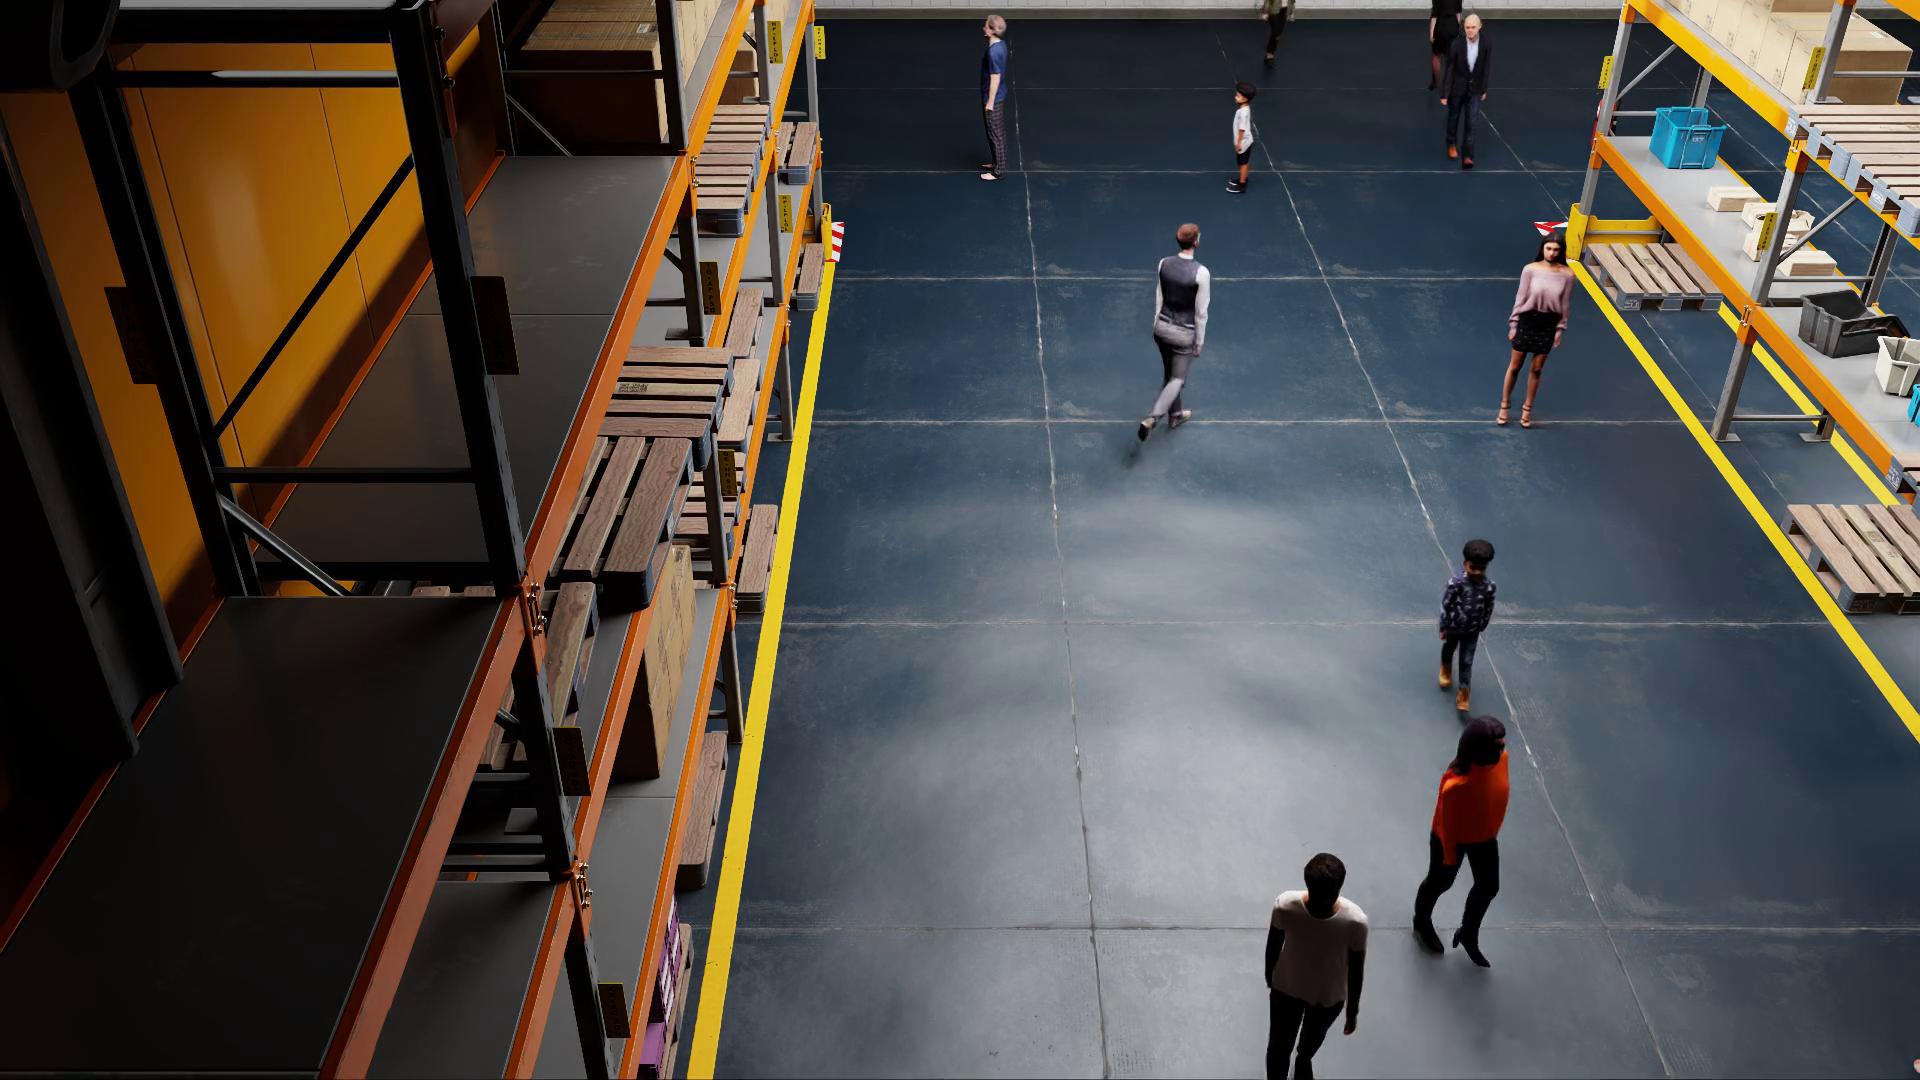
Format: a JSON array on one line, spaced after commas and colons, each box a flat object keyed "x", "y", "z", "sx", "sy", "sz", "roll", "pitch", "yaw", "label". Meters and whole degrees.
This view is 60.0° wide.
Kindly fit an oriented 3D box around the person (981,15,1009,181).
[{"x": 0.394, "y": -5.090, "z": 19.103, "sx": 0.754, "sy": 1.871, "sz": 0.540, "roll": 5, "pitch": 34, "yaw": 8, "label": "person"}]

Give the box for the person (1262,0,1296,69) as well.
[{"x": 4.276, "y": -7.184, "z": 22.624, "sx": 0.711, "sy": 1.460, "sz": 0.746, "roll": -16, "pitch": 37, "yaw": -22, "label": "person"}]

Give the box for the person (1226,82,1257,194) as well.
[{"x": 3.221, "y": -4.582, "z": 18.897, "sx": 0.590, "sy": 1.253, "sz": 0.468, "roll": 8, "pitch": 34, "yaw": 11, "label": "person"}]

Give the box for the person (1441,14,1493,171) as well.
[{"x": 5.900, "y": -5.291, "z": 19.513, "sx": 0.770, "sy": 1.750, "sz": 1.179, "roll": 1, "pitch": 34, "yaw": 2, "label": "person"}]

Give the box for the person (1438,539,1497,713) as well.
[{"x": 3.402, "y": 0.512, "z": 11.262, "sx": 0.595, "sy": 1.220, "sz": 0.842, "roll": 7, "pitch": 34, "yaw": 10, "label": "person"}]

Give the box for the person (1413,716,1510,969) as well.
[{"x": 2.699, "y": 1.593, "z": 9.172, "sx": 0.794, "sy": 1.733, "sz": 0.856, "roll": -20, "pitch": 39, "yaw": -28, "label": "person"}]

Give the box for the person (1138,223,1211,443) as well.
[{"x": 1.766, "y": -1.697, "z": 13.967, "sx": 1.095, "sy": 1.904, "sz": 1.205, "roll": 23, "pitch": 40, "yaw": 31, "label": "person"}]

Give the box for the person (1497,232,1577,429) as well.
[{"x": 4.907, "y": -1.784, "z": 14.183, "sx": 0.680, "sy": 1.810, "sz": 0.620, "roll": 9, "pitch": 35, "yaw": 13, "label": "person"}]

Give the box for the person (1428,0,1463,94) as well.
[{"x": 6.253, "y": -6.486, "z": 21.384, "sx": 0.714, "sy": 1.669, "sz": 1.052, "roll": -3, "pitch": 34, "yaw": -5, "label": "person"}]

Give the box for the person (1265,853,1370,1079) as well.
[{"x": 1.774, "y": 2.160, "z": 8.350, "sx": 0.749, "sy": 1.699, "sz": 0.890, "roll": 7, "pitch": 34, "yaw": 10, "label": "person"}]
